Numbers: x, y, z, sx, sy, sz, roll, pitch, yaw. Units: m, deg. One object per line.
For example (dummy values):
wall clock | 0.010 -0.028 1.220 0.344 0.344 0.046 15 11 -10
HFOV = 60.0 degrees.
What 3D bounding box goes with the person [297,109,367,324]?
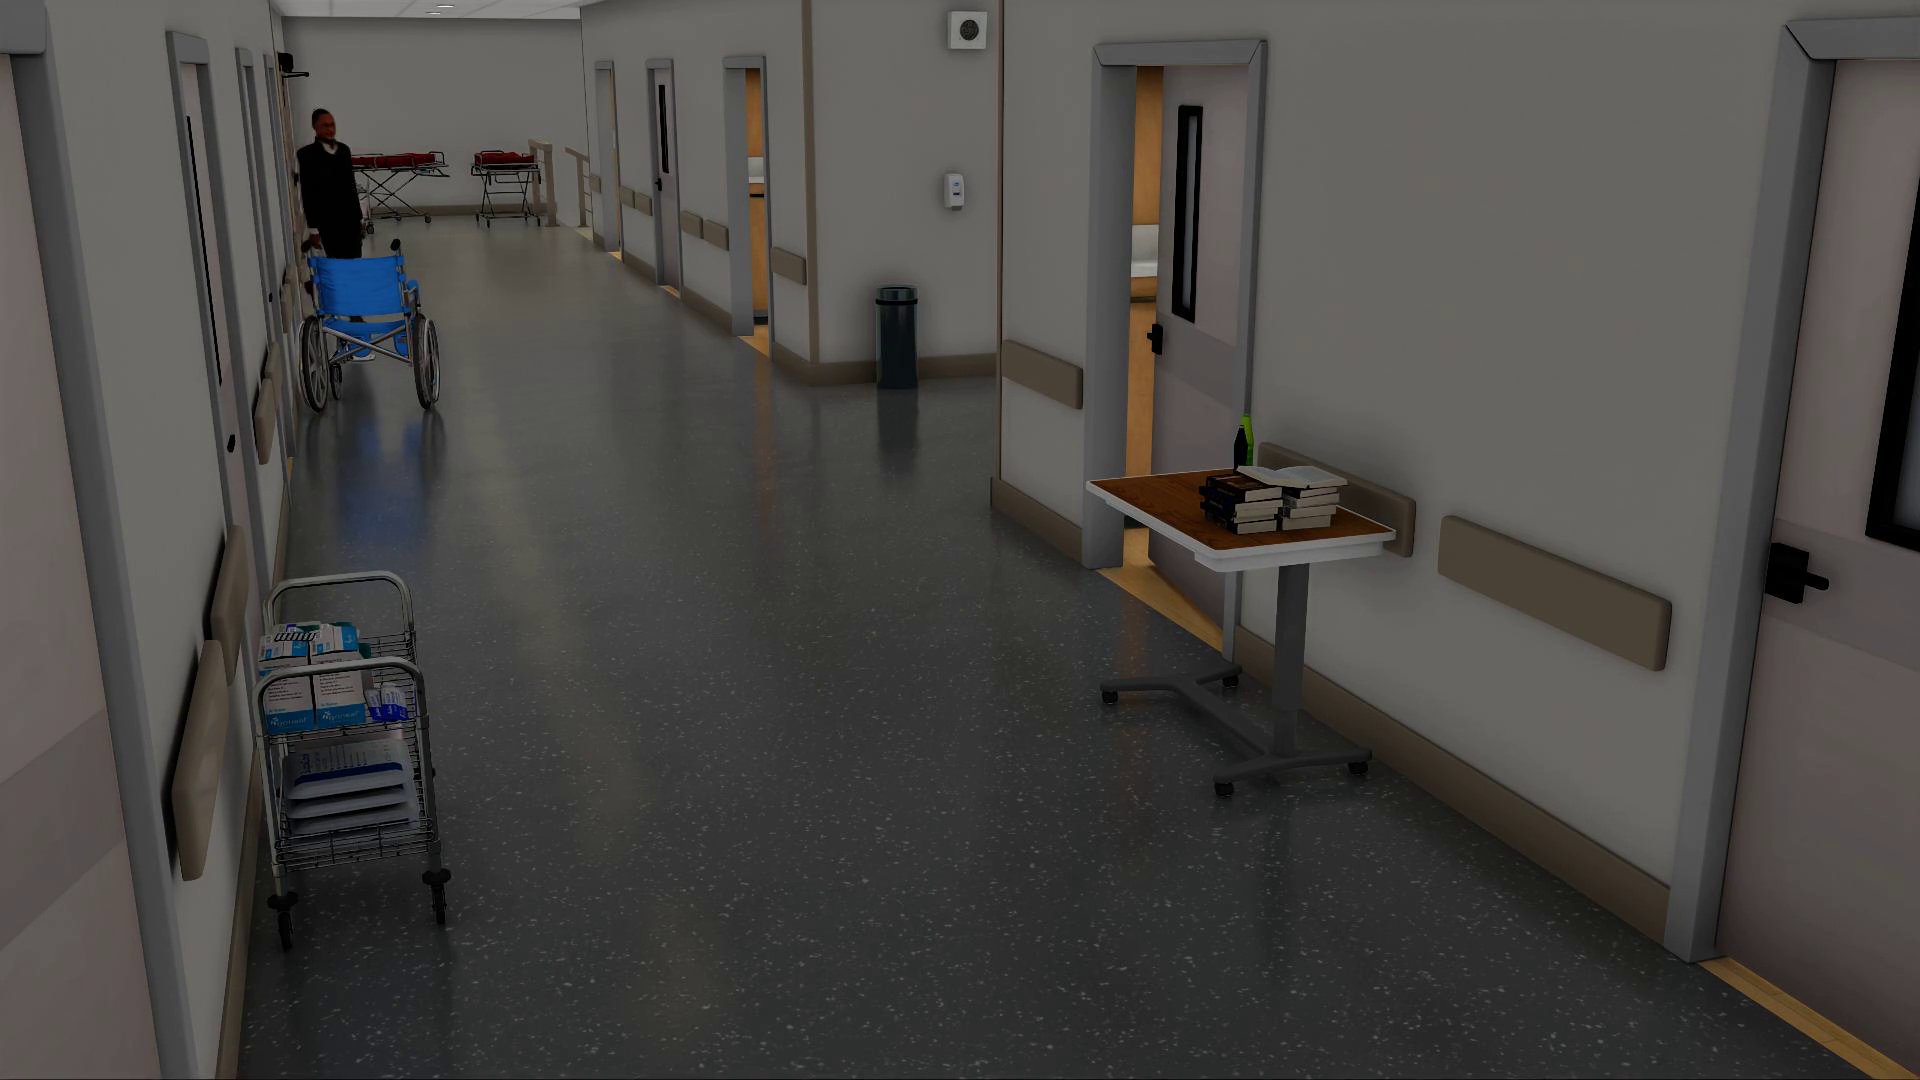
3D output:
person | -5.394 -2.699 14.210 1.221 1.874 1.087 10 19 32
